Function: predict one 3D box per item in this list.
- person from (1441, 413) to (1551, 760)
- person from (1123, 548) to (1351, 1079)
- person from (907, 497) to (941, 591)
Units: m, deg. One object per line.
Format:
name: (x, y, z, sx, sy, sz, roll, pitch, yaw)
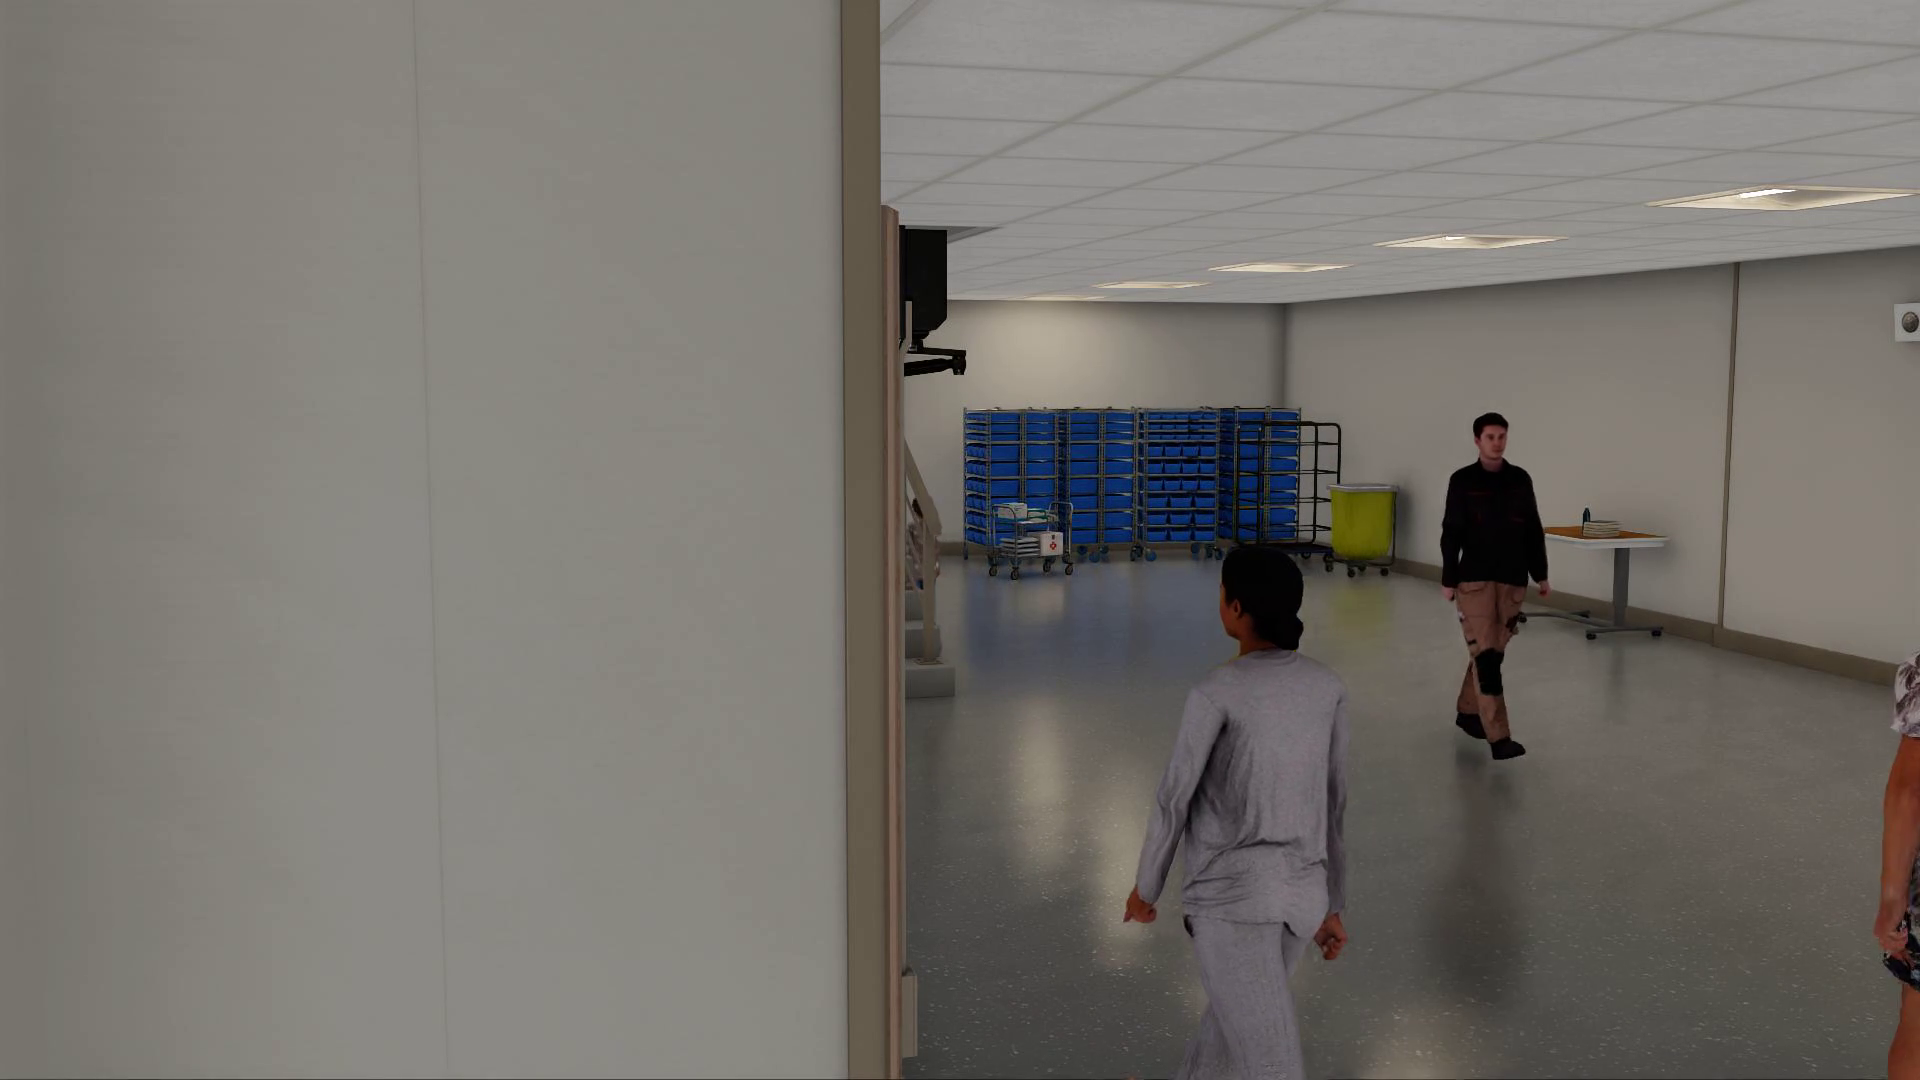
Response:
person: (2.970, 0.263, 9.373, 0.774, 1.877, 1.250, -1, 6, -8)
person: (0.755, 0.908, 3.922, 0.863, 1.686, 1.219, -4, 7, -32)
person: (-0.295, 0.241, 13.036, 0.527, 1.188, 0.487, -2, 6, -23)
